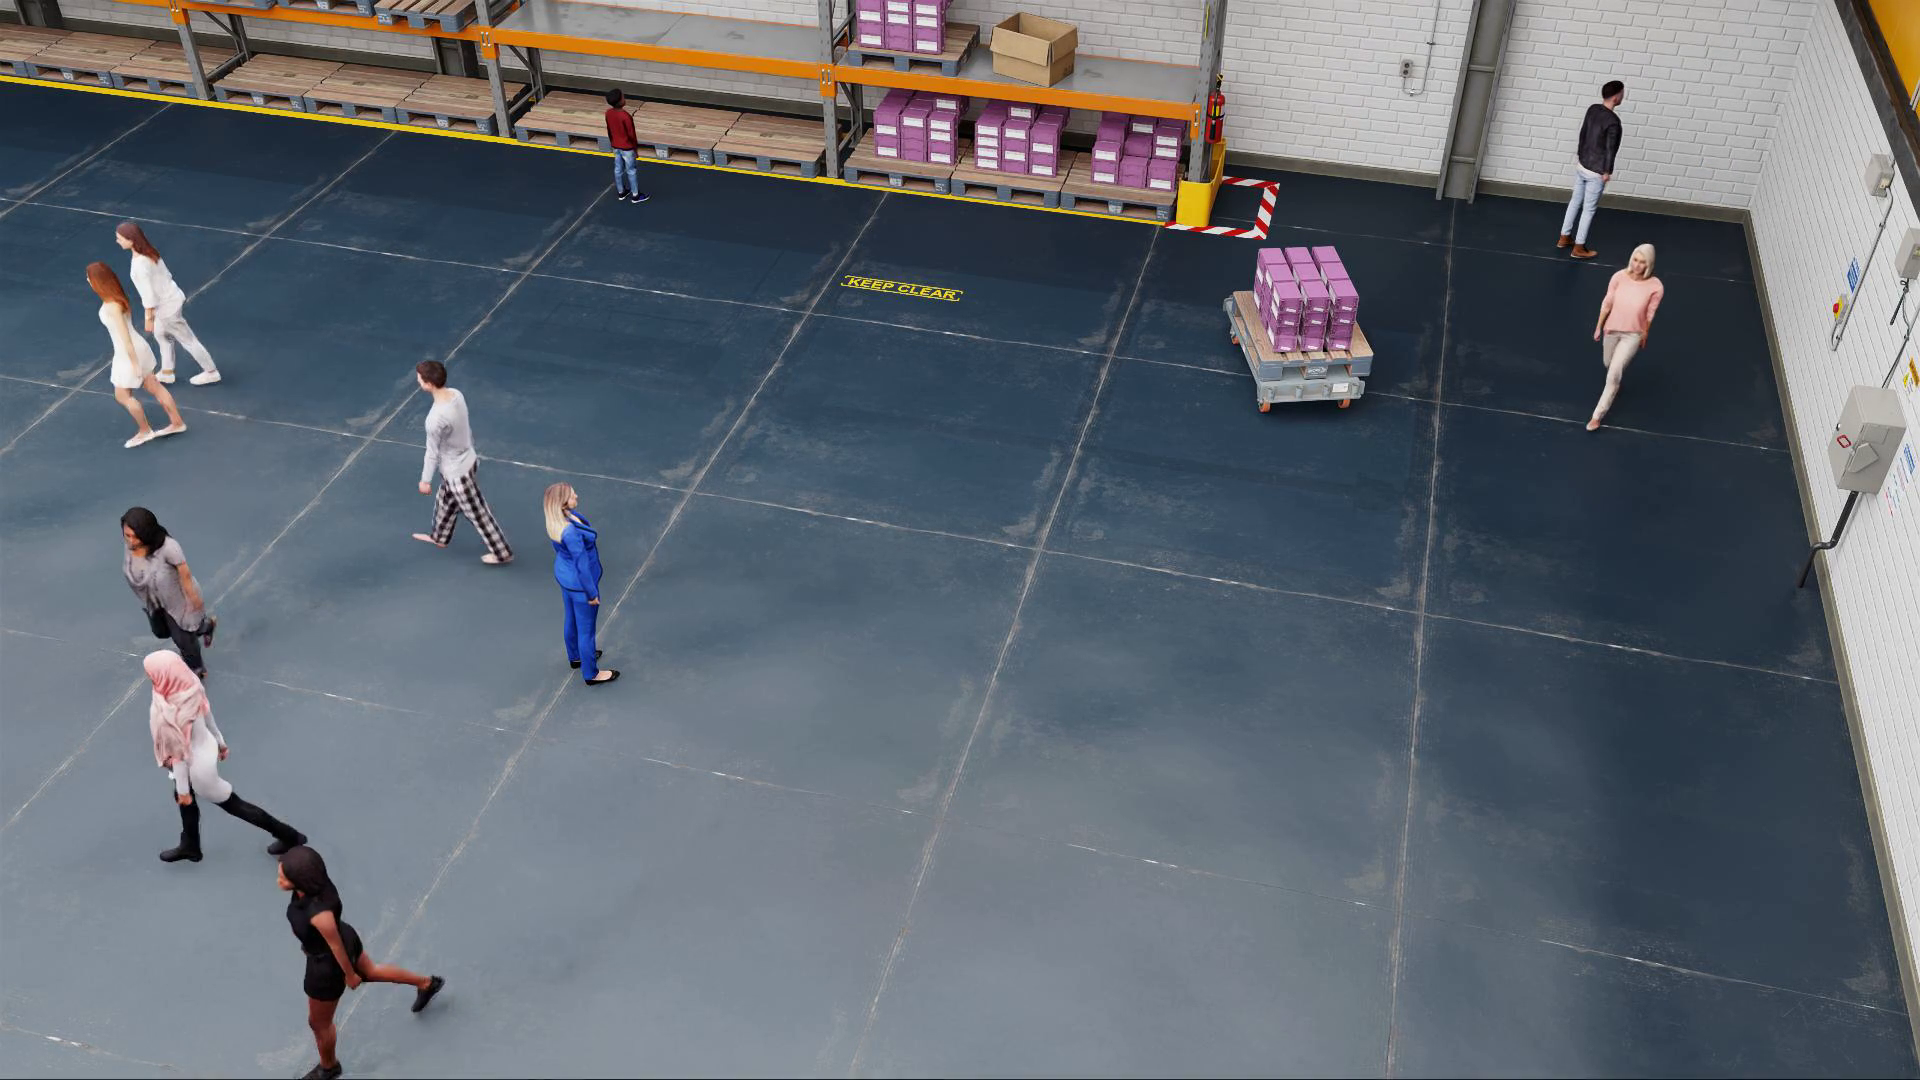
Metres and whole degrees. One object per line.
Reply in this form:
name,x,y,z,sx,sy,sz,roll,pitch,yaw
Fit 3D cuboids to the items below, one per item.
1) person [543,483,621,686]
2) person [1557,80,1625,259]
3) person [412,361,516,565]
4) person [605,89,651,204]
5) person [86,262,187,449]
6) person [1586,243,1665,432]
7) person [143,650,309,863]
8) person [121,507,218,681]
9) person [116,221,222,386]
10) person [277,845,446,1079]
person,-2.706,0.293,11.701,0.763,1.700,0.690,-23,44,-26
person,6.315,-3.712,16.608,0.742,1.836,0.740,-11,40,-13
person,-3.731,-0.537,12.648,1.131,1.817,0.793,1,39,1
person,-3.581,-4.200,17.684,0.496,1.256,0.614,20,43,23
person,-6.903,-1.592,14.069,0.859,1.692,0.785,-15,41,-18
person,5.763,-1.825,14.362,1.131,1.690,0.950,27,46,29
person,-4.604,1.392,10.278,1.256,1.759,0.950,-5,39,-6
person,-5.529,0.335,11.740,0.785,1.587,0.780,18,42,21
person,-6.942,-2.094,14.724,1.018,1.659,0.912,-10,40,-12
person,-3.373,2.275,9.218,1.164,1.703,1.159,-23,44,-26
